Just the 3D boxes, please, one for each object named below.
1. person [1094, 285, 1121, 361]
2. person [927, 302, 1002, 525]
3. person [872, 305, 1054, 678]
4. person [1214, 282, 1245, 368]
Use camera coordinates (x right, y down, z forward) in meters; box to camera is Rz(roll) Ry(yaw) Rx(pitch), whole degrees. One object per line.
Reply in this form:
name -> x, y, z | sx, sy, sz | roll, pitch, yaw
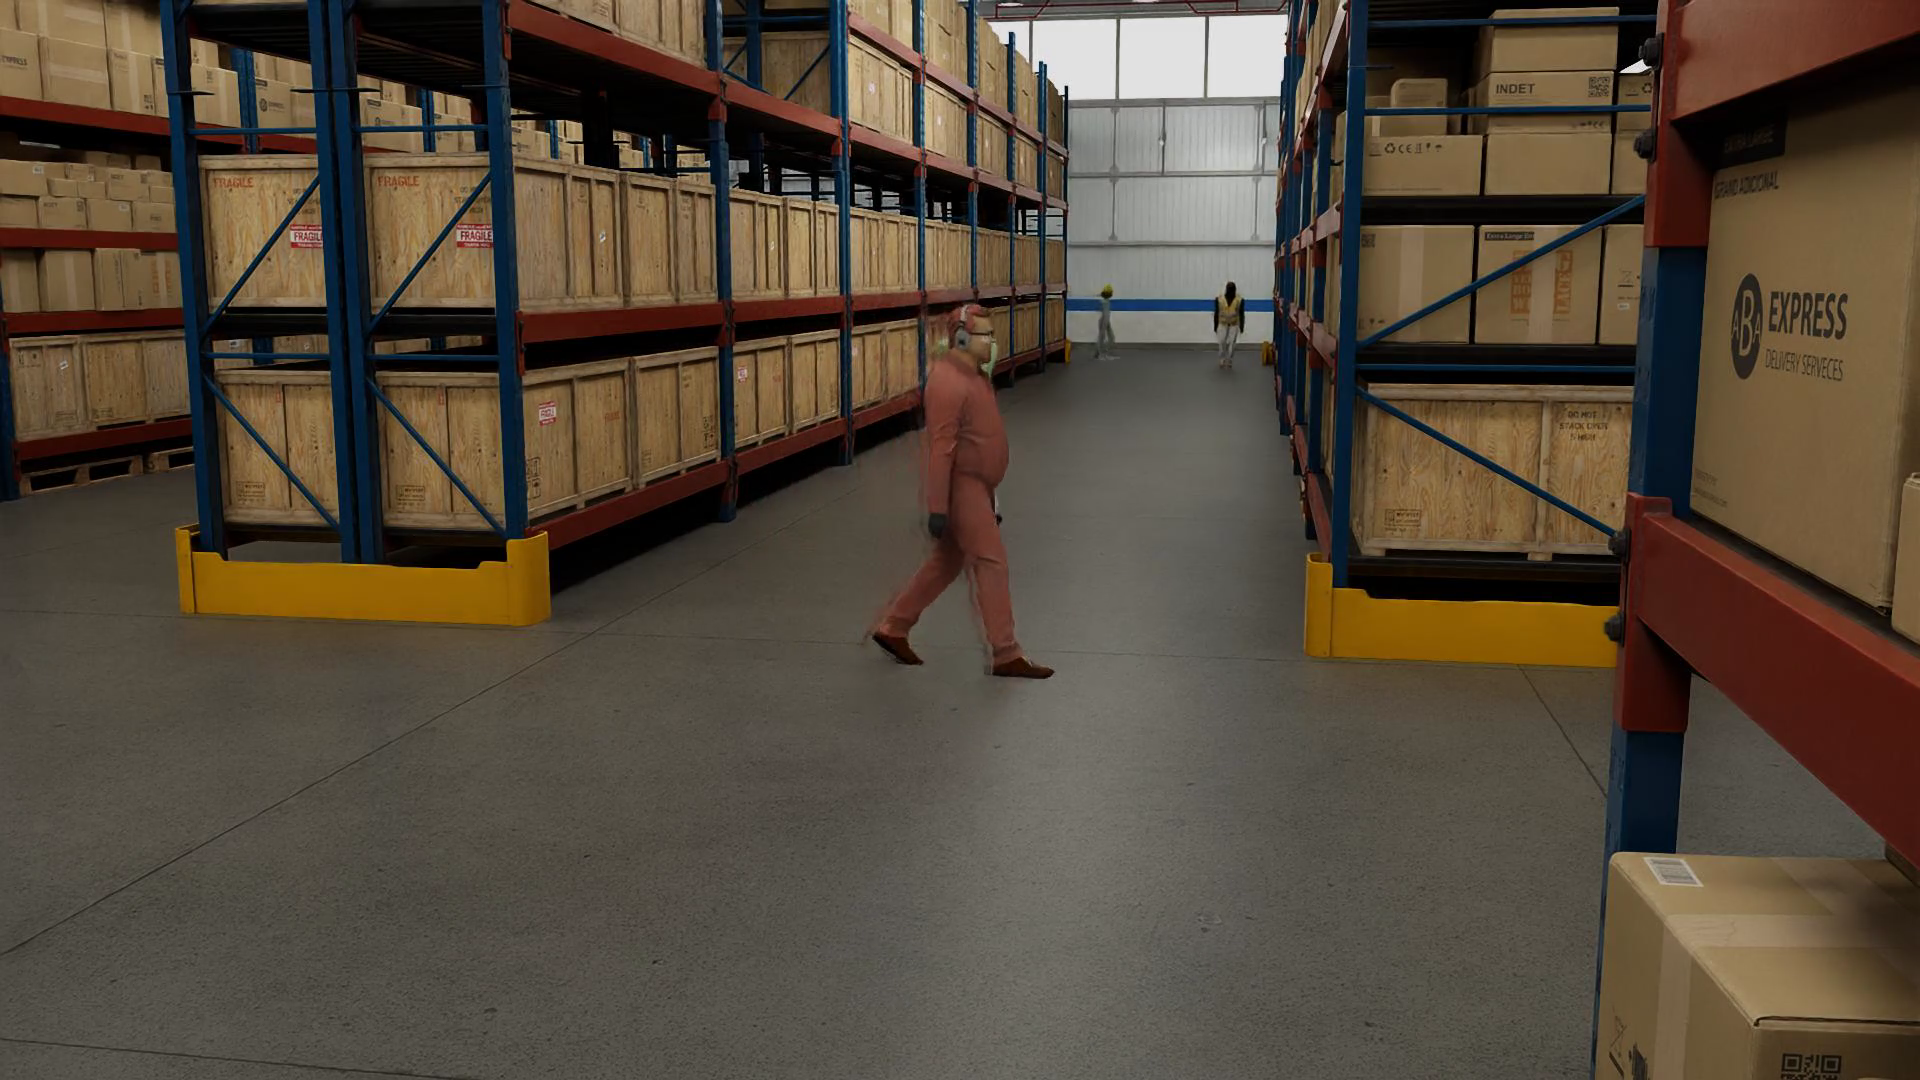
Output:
person -> 3.389, -4.920, 37.778 | 0.718, 1.714, 0.516 | 2, 9, 10
person -> 0.043, -1.005, 13.340 | 0.615, 1.792, 0.996 | -5, 10, -27
person -> -0.024, -0.247, 8.360 | 0.959, 1.871, 0.653 | 2, 9, 12
person -> 5.665, -4.509, 34.979 | 0.643, 1.802, 0.870 | 1, 9, 9
